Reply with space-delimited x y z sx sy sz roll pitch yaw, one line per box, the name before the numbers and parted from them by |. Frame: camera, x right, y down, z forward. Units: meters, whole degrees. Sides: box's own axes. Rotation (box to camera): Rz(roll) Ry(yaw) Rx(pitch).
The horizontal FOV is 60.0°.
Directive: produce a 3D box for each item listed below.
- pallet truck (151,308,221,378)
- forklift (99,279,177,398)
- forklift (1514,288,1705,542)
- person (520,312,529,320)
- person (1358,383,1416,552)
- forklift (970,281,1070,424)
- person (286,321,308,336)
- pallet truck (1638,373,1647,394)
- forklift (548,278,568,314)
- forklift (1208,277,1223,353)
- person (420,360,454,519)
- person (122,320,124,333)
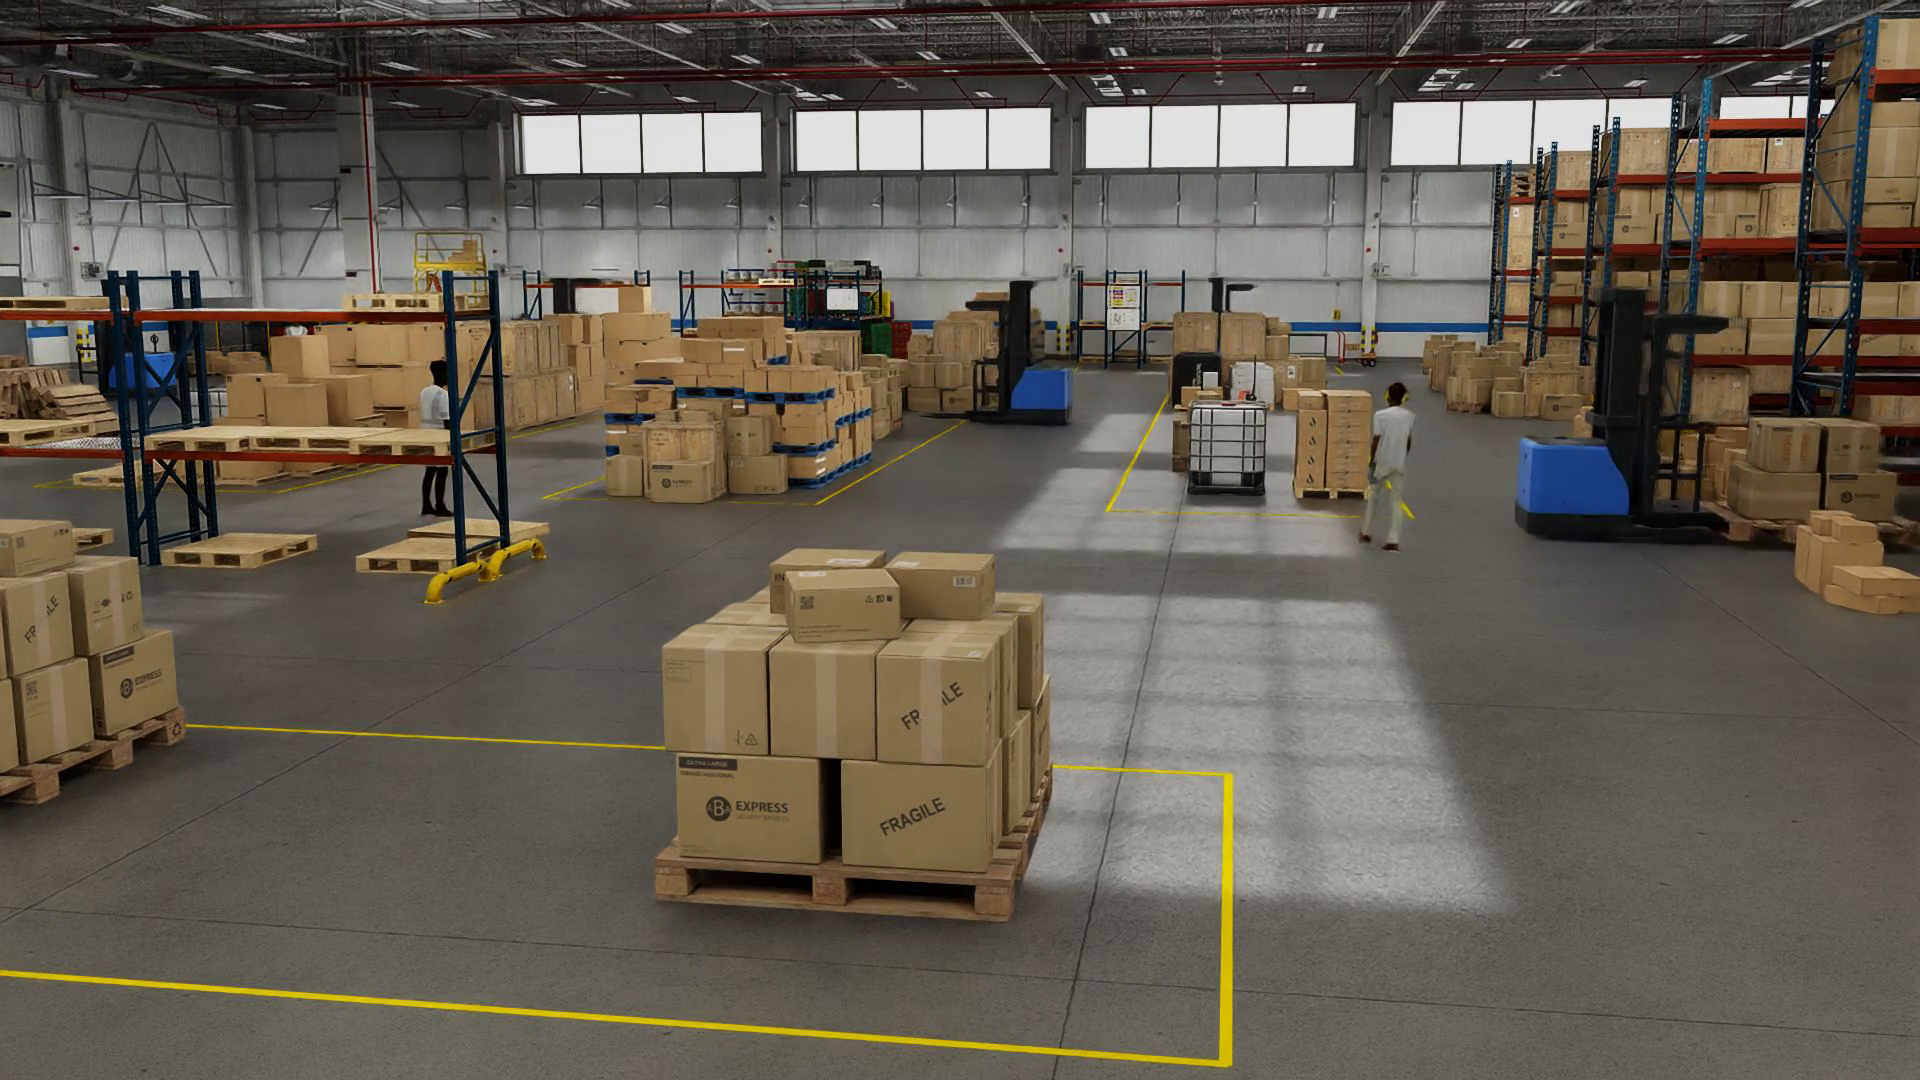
pallet truck | -21.869 -5.598 47.154 0.823 1.965 1.885 4 10 26
forklift | -19.606 -4.720 39.027 1.873 2.768 1.129 1 9 9
forklift | 7.396 -1.450 18.859 1.873 2.768 1.129 1 9 9
person | -11.620 -5.103 44.341 0.491 1.915 0.643 -3 10 -18
person | 4.664 -0.809 18.190 0.544 1.811 0.949 -1 9 -7
forklift | 1.214 -3.752 33.057 1.873 2.768 1.129 2 9 10
person | -17.743 -5.088 44.556 0.577 1.834 1.035 -4 10 -25
pallet truck | 11.253 -2.573 28.499 0.823 1.965 1.885 5 10 27
forklift | -10.878 -5.731 45.263 1.873 2.768 1.129 -3 10 -18
forklift | 7.451 -6.244 48.422 1.873 2.768 1.129 1 9 9
person | -6.392 -1.237 20.423 0.621 1.953 0.394 8 12 42
person | -25.909 -6.094 51.348 0.315 1.629 0.509 -1 9 -4
